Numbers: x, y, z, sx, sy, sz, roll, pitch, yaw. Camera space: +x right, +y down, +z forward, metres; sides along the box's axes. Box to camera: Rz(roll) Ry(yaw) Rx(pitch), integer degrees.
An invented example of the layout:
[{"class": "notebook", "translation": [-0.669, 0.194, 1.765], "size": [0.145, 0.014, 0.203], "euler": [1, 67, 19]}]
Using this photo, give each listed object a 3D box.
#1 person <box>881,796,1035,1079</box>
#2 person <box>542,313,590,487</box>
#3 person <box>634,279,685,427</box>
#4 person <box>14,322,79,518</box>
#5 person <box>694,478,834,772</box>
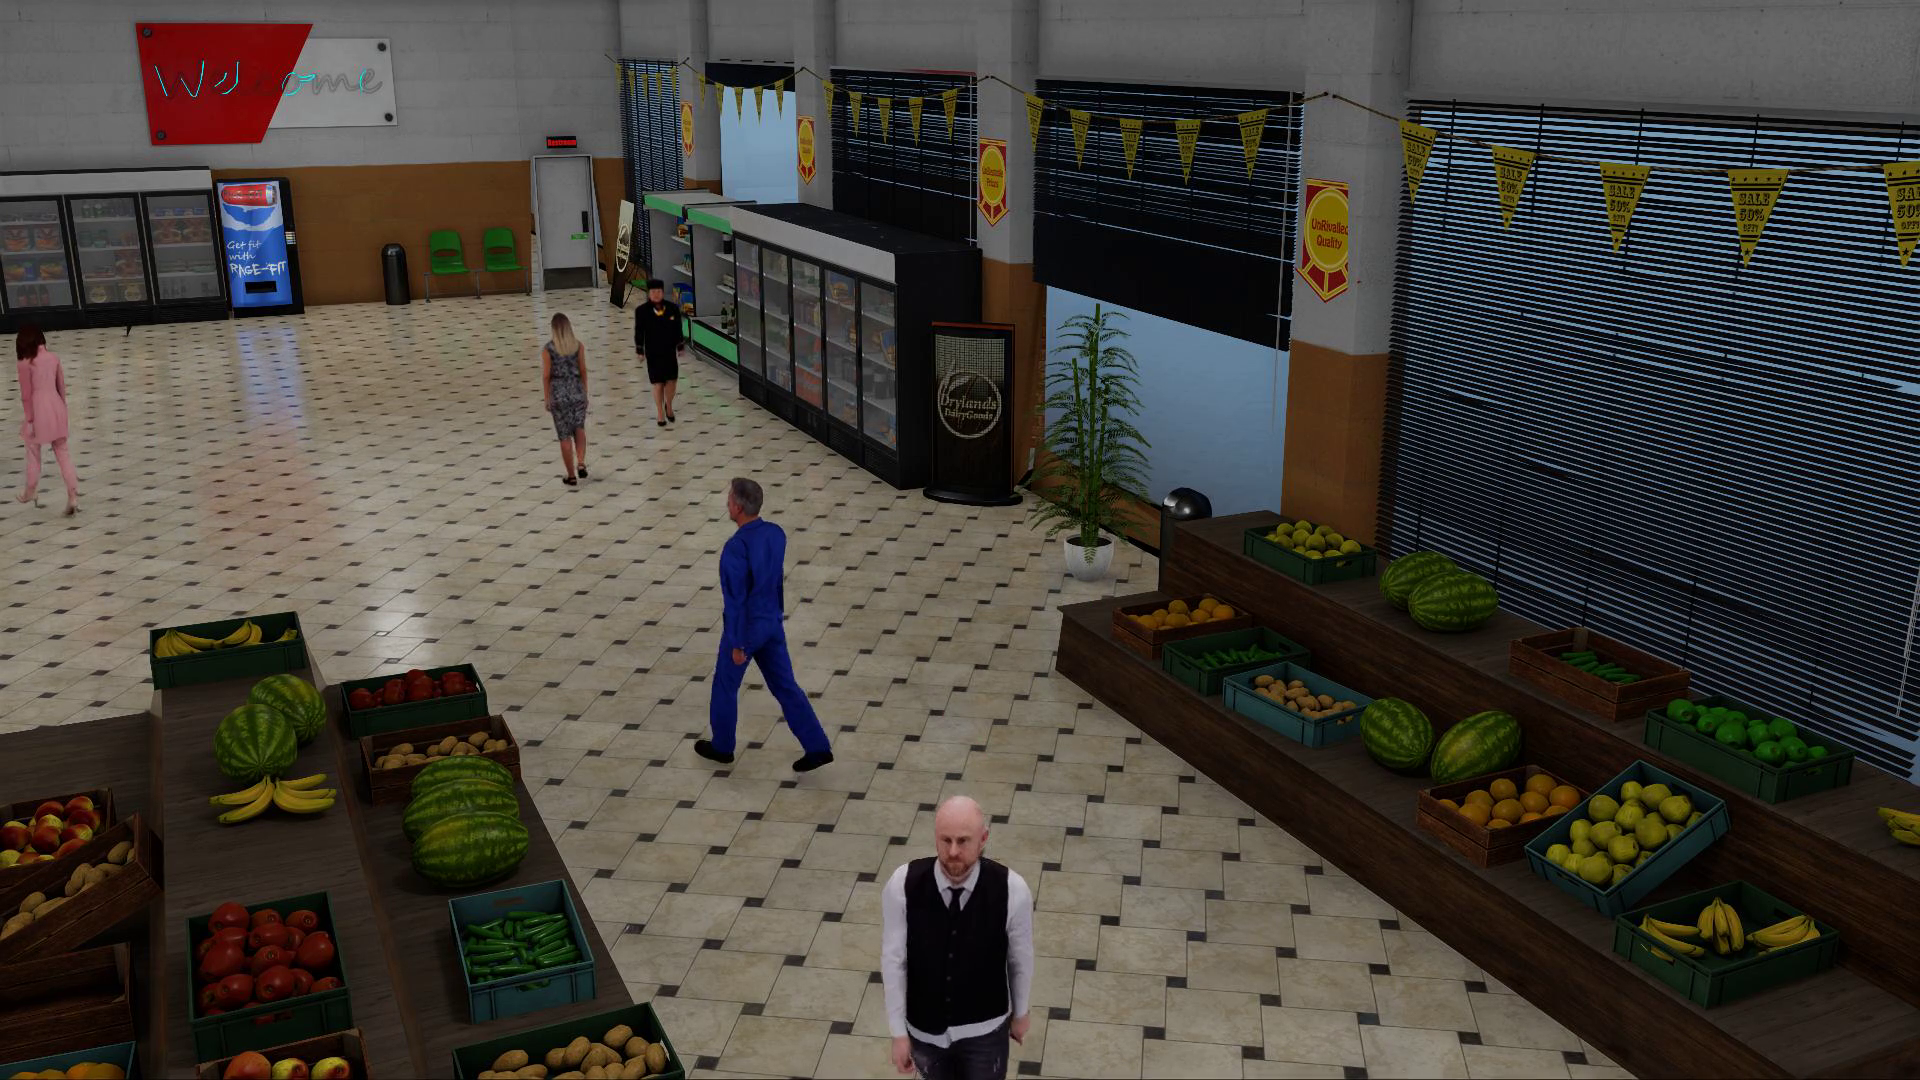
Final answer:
[{"class": "person", "translation": [-0.012, 1.715, 5.967], "size": [1.154, 1.773, 1.351], "euler": [2, 17, 6]}, {"class": "person", "translation": [-3.796, -1.341, 16.164], "size": [0.586, 1.696, 0.624], "euler": [-8, 19, -25]}, {"class": "person", "translation": [-3.378, -2.115, 18.772], "size": [0.756, 1.662, 0.717], "euler": [-5, 17, -15]}, {"class": "person", "translation": [-8.248, -1.065, 15.127], "size": [1.133, 1.770, 1.014], "euler": [9, 19, 27]}, {"class": "person", "translation": [-1.128, 0.555, 9.764], "size": [1.319, 1.787, 1.139], "euler": [10, 20, 31]}]
